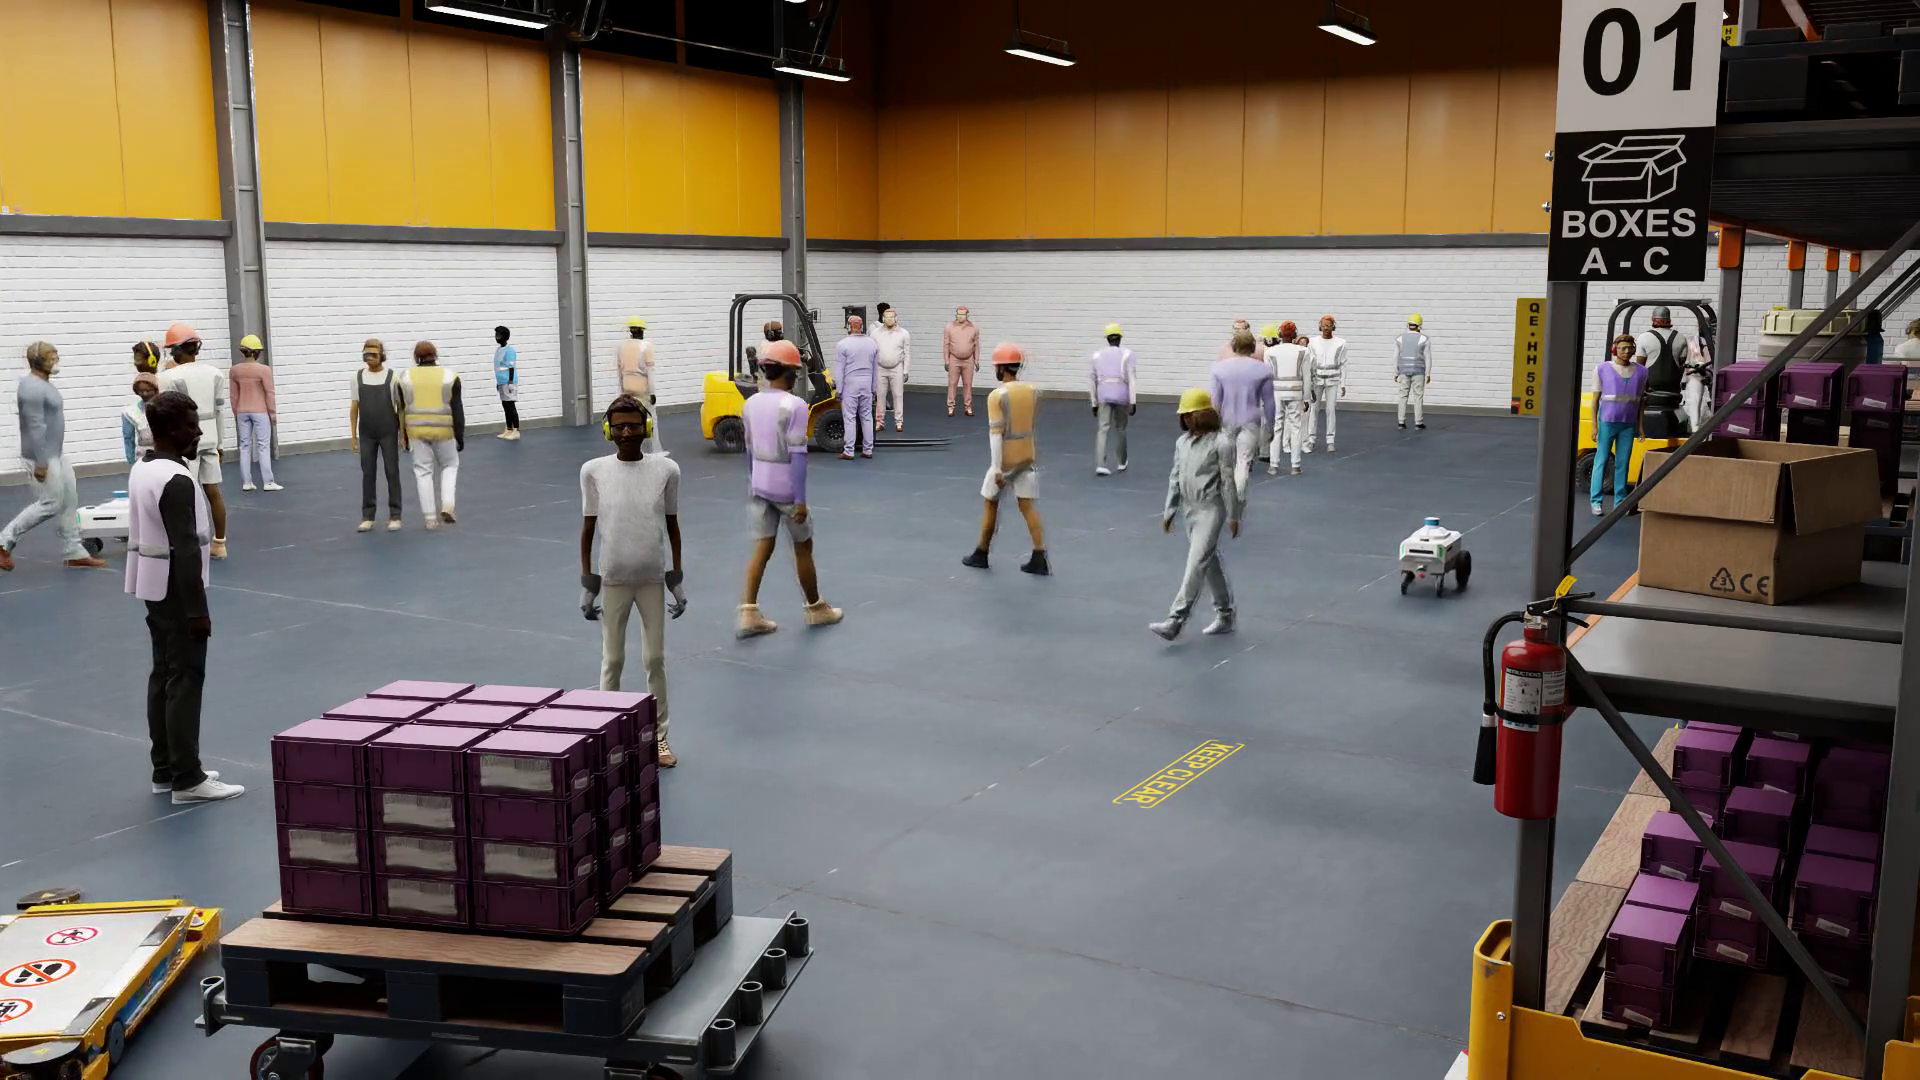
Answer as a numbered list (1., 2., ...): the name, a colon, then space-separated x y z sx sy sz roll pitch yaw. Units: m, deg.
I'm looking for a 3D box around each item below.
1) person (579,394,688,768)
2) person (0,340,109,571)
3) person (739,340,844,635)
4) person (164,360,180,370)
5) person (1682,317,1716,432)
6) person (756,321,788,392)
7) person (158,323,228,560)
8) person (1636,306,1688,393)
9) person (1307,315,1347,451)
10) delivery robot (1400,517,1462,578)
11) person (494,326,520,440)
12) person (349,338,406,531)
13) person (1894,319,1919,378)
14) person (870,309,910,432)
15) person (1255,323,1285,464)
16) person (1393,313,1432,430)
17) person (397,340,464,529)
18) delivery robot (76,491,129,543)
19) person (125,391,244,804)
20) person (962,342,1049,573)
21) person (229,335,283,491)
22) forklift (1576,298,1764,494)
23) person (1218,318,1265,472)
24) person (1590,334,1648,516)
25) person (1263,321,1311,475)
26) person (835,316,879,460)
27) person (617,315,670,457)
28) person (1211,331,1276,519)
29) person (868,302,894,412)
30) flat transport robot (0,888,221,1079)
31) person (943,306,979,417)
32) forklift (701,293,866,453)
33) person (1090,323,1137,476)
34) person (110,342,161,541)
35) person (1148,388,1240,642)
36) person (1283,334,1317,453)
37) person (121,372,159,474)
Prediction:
1. person: -1.616 0.213 8.226 0.532 1.871 0.321 -3 9 -15
2. person: -7.524 -0.674 13.616 0.801 1.919 0.648 -3 10 -18
3. person: -1.203 -0.356 11.361 0.631 2.006 0.866 7 12 39
4. person: -7.504 -0.910 16.001 0.325 1.629 0.514 -6 11 -32
5. person: 10.984 -2.386 24.594 0.643 1.823 0.444 1 9 6
6. person: -2.396 -1.909 21.551 0.429 1.847 0.627 2 9 10
7. person: -6.491 -0.806 14.053 0.377 2.041 0.607 4 10 25
8. person: 9.396 -2.151 22.448 0.684 2.000 0.535 0 9 -1
9. person: 5.042 -2.158 22.983 0.572 1.883 0.358 2 9 12
10. delivery robot: 3.662 0.068 12.926 0.477 0.478 0.707 5 10 28
11. person: -6.720 -2.324 24.627 0.321 1.694 0.537 -6 11 -35
12. person: -5.550 -0.998 15.860 0.514 1.843 0.329 -1 9 -6
13. person: 11.743 -1.761 20.452 0.646 1.892 0.731 -1 9 -8
14. person: -1.101 -2.634 25.868 0.644 1.912 0.407 1 9 5
15. person: 3.990 -1.873 21.397 0.423 1.816 0.601 2 9 13
16. person: 7.136 -2.650 26.210 0.598 1.830 0.403 6 11 32
17. person: -5.094 -1.015 16.033 0.626 1.819 0.462 -2 9 -13
18. delivery robot: -7.302 -0.187 14.518 0.707 0.478 0.477 -3 10 -17
19. person: -3.656 0.267 7.739 0.376 1.916 0.600 -8 12 -41
20. person: 0.402 -0.674 13.680 0.549 1.902 0.859 -7 12 -38
21. person: -7.960 -1.424 18.767 0.524 1.768 0.325 2 9 10
22. forklift: 7.954 -1.589 18.462 2.313 2.155 1.214 5 11 30
23. person: 3.436 -1.786 20.575 0.642 1.913 0.410 6 11 35
24. person: 6.675 -1.165 16.895 0.563 1.847 0.388 0 9 -3
25. person: 3.987 -1.732 20.323 0.574 1.883 0.355 2 9 9
26. person: -1.381 -2.008 22.003 0.640 1.902 0.402 -7 11 -36
27. person: -4.154 -1.980 21.780 0.617 1.904 0.732 4 10 24
28. person: 2.863 -1.170 16.829 0.647 1.879 1.045 3 10 18
29. person: -1.377 -3.230 29.477 0.389 1.952 0.613 6 11 33
30. flat transport robot: -2.963 1.462 5.402 0.652 0.197 1.431 -1 9 -8
31. person: 0.028 -3.071 28.624 0.636 1.903 0.404 -2 9 -9
32. forklift: -2.458 -2.344 23.176 2.313 2.155 1.214 0 9 -2
33. person: 1.883 -1.724 20.408 0.621 1.849 1.030 3 9 16
34. person: -7.437 -0.885 15.219 0.902 1.817 0.569 -5 11 -31
35. person: 1.552 -0.160 11.094 0.902 1.685 0.496 -6 11 -35
36. person: 4.635 -1.994 22.746 0.510 1.631 0.314 -2 9 -13
37. person: -6.899 -0.652 14.375 0.558 1.618 0.503 -3 9 -16
